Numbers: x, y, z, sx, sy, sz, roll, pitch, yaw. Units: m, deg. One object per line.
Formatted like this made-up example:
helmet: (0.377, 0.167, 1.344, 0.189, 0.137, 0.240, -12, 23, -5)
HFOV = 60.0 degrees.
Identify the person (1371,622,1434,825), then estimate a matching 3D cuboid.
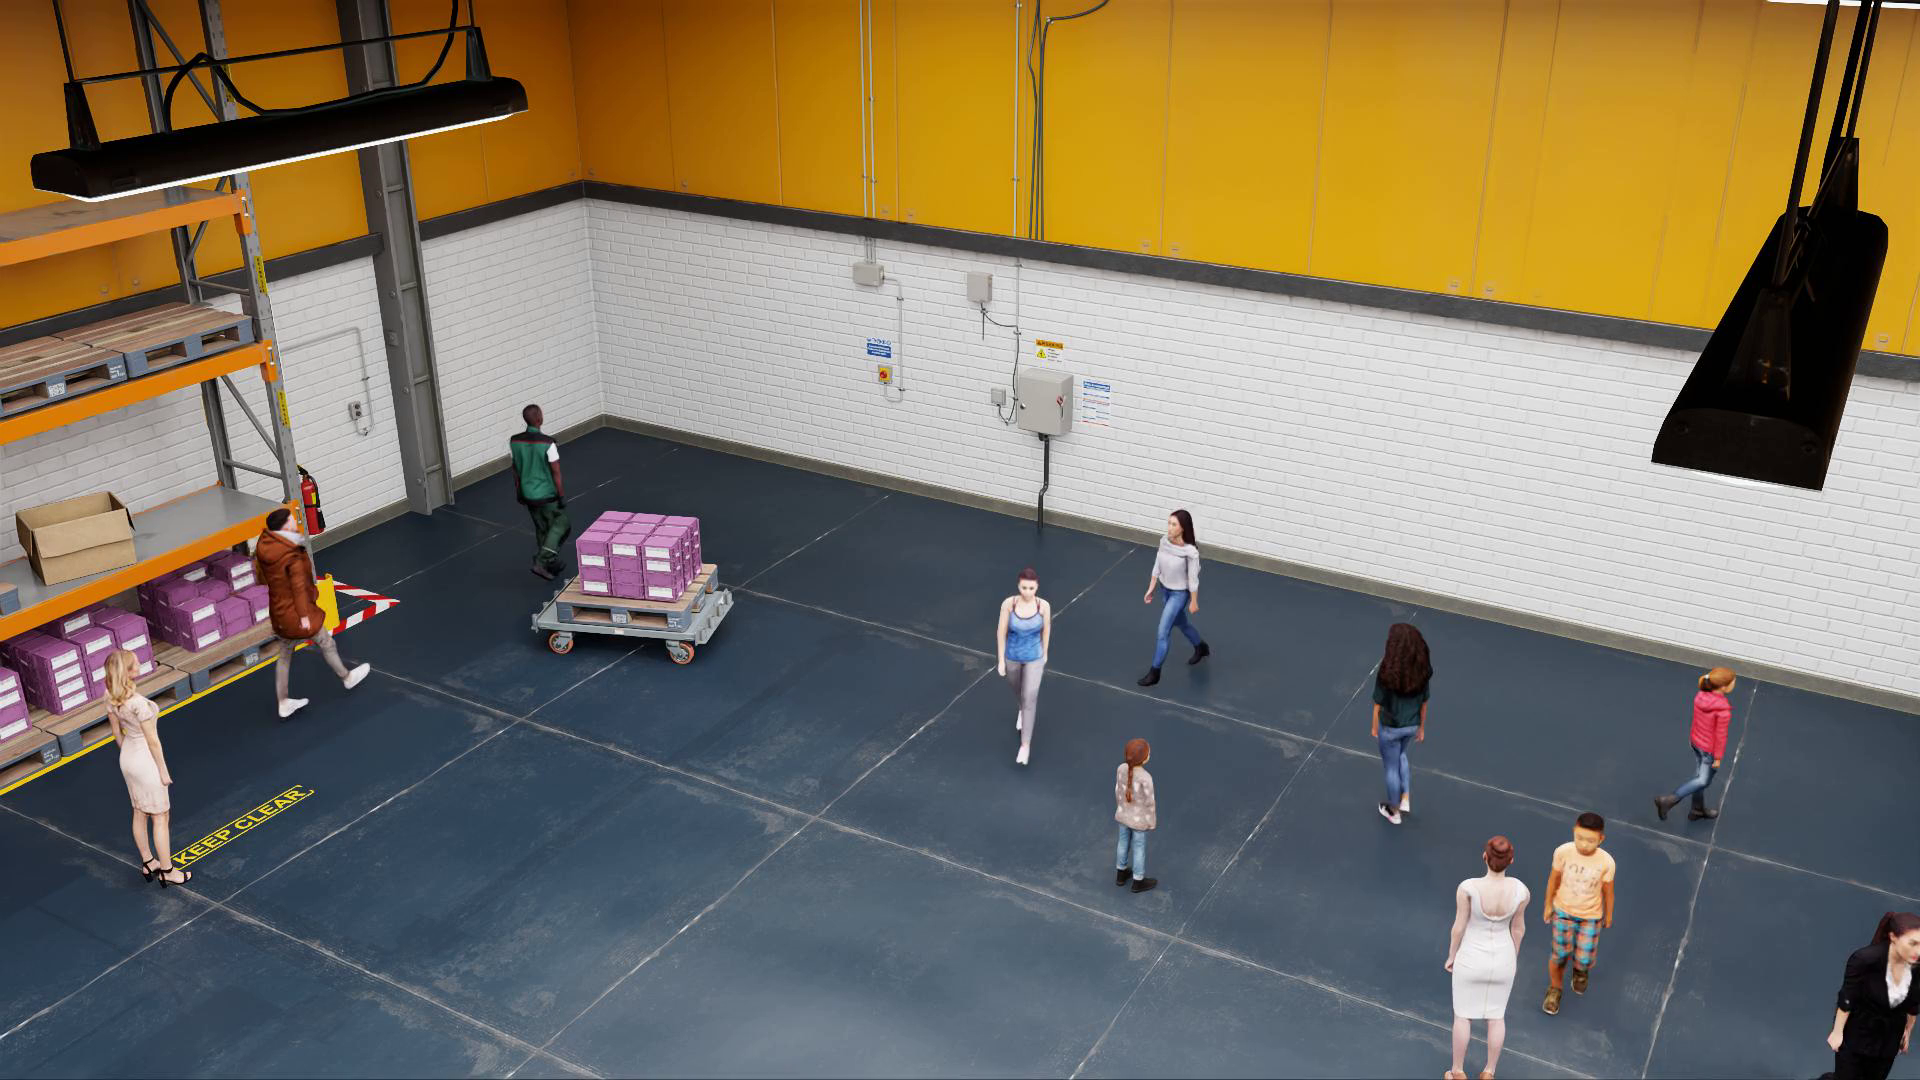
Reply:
person: (3.266, 1.402, 12.268, 0.697, 1.606, 0.765, -7, 25, -16)

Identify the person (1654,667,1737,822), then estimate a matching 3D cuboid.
person: (5.467, 1.540, 12.333, 0.817, 1.302, 0.812, -2, 24, -4)

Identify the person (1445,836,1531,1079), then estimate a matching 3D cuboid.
person: (3.025, 2.462, 9.616, 0.627, 1.789, 0.613, 2, 24, 5)

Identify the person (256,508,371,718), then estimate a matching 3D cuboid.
person: (-5.580, 0.641, 13.769, 0.732, 1.798, 1.060, 14, 27, 29)

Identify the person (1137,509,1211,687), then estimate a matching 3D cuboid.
person: (1.929, 0.469, 14.418, 1.156, 1.593, 0.976, -12, 26, -26)

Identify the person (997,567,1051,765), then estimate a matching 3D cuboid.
person: (0.512, 0.934, 13.390, 0.803, 1.565, 1.139, 4, 24, 8)

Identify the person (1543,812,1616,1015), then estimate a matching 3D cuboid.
person: (3.875, 2.297, 10.420, 0.588, 1.447, 0.668, 12, 27, 26)

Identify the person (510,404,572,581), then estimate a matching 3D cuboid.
person: (-4.096, -0.409, 16.130, 0.777, 1.830, 0.912, 8, 25, 18)

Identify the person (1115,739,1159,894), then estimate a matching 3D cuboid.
person: (1.216, 1.912, 11.615, 0.522, 1.194, 0.527, 21, 31, 40)

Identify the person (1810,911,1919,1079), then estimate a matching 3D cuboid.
person: (5.017, 2.693, 9.270, 0.779, 1.642, 0.845, -2, 24, -3)

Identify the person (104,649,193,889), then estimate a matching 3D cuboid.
person: (-5.694, 1.586, 11.567, 0.569, 1.829, 0.490, 13, 27, 27)
